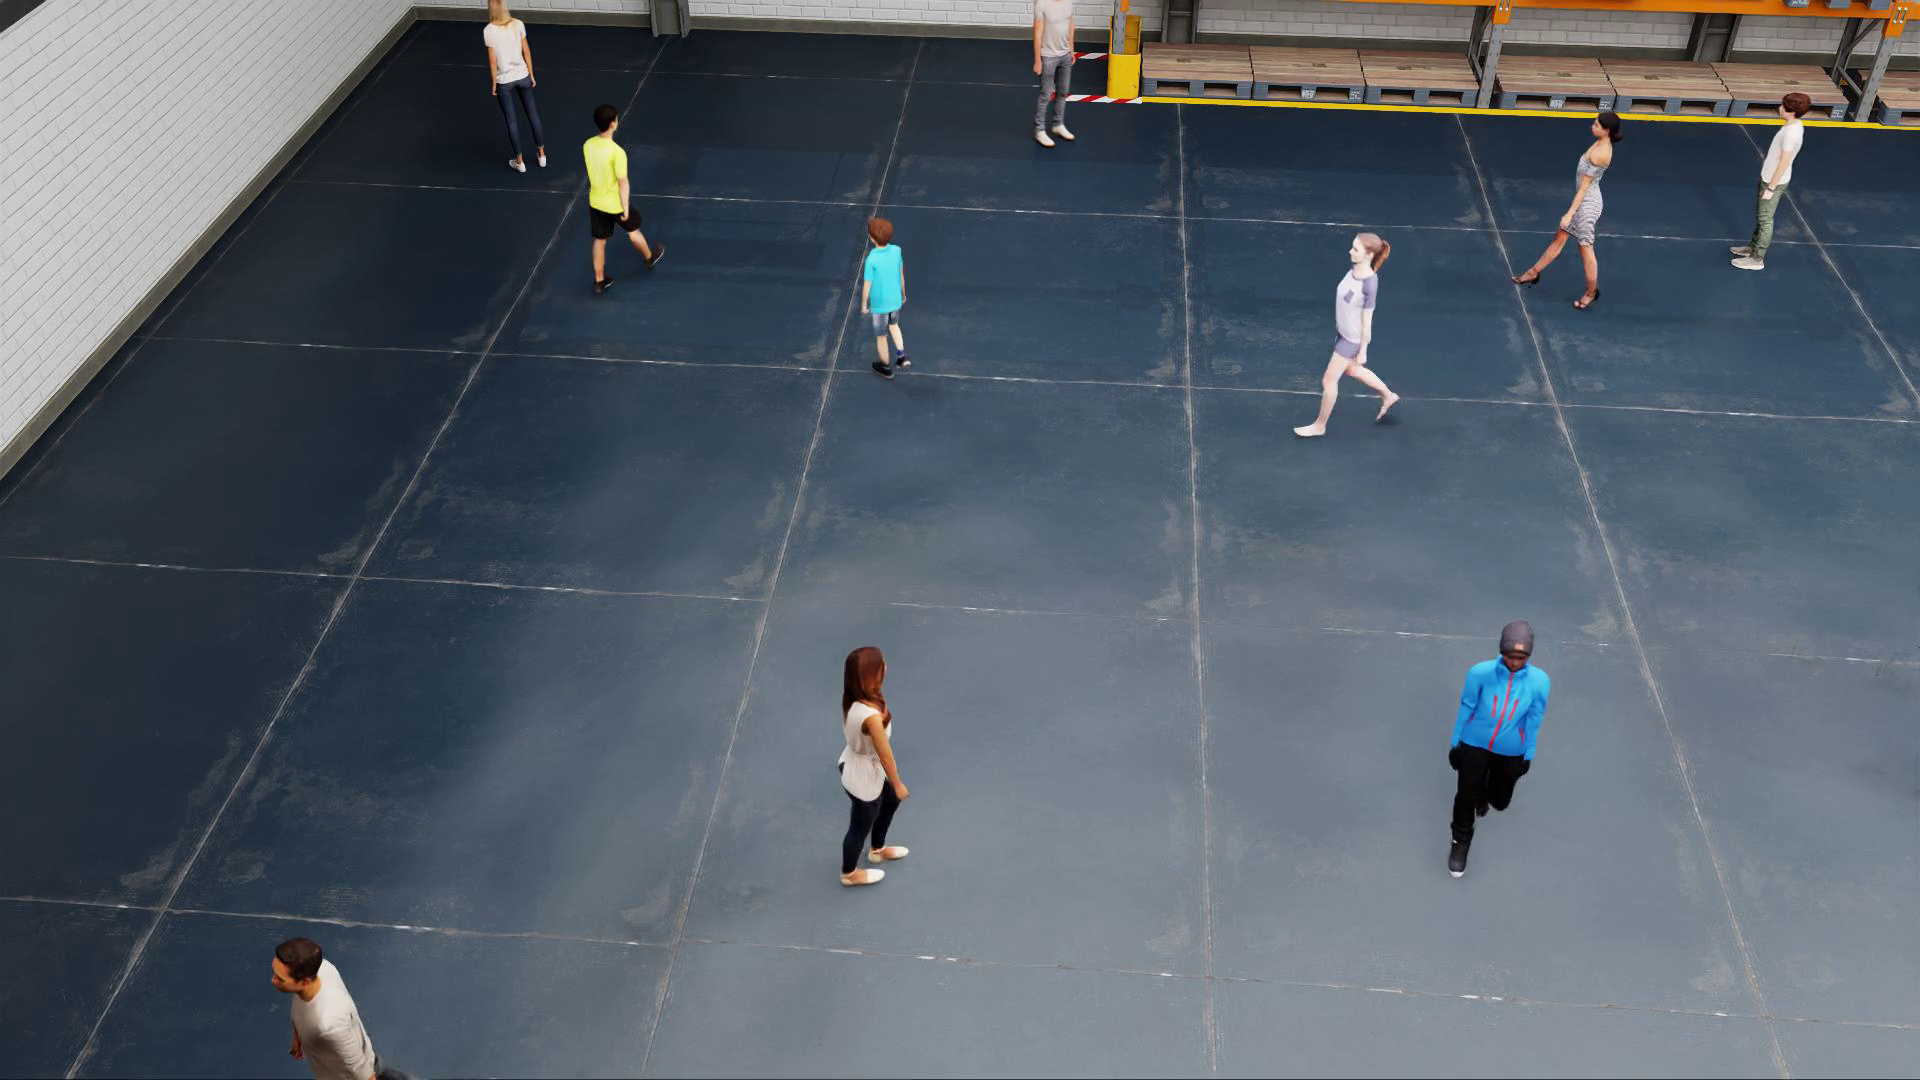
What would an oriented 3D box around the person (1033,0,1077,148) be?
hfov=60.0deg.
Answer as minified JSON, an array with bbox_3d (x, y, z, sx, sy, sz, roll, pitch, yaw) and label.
[{"bbox_3d":[0.949,-4.958,16.947,0.730,1.887,0.801,-27,46,-30],"label":"person"}]

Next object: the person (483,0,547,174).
[{"bbox_3d":[-4.427,-4.541,16.488,0.639,1.808,0.732,-22,44,-25],"label":"person"}]

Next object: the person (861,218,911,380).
[{"bbox_3d":[-0.561,-1.938,13.520,0.675,1.444,0.735,-27,46,-30],"label":"person"}]

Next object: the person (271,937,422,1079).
[{"bbox_3d":[-2.790,2.417,7.815,1.252,1.758,1.117,-22,44,-25],"label":"person"}]

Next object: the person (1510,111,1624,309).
[{"bbox_3d":[5.472,-2.802,14.324,1.056,1.791,0.778,12,40,15],"label":"person"}]

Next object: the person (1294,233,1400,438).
[{"bbox_3d":[3.113,-1.565,12.818,1.110,1.737,0.692,-2,39,-3],"label":"person"}]

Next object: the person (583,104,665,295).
[{"bbox_3d":[-3.127,-2.945,14.605,1.085,1.662,0.946,16,41,19],"label":"person"}]

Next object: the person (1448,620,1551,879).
[{"bbox_3d":[3.022,1.105,9.439,0.869,1.781,0.774,10,40,12],"label":"person"}]

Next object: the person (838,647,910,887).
[{"bbox_3d":[-0.611,1.311,9.190,0.754,1.769,0.690,-8,39,-10],"label":"person"}]

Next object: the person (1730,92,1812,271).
[{"bbox_3d":[7.331,-3.236,14.977,0.621,1.653,0.640,14,41,17],"label":"person"}]
